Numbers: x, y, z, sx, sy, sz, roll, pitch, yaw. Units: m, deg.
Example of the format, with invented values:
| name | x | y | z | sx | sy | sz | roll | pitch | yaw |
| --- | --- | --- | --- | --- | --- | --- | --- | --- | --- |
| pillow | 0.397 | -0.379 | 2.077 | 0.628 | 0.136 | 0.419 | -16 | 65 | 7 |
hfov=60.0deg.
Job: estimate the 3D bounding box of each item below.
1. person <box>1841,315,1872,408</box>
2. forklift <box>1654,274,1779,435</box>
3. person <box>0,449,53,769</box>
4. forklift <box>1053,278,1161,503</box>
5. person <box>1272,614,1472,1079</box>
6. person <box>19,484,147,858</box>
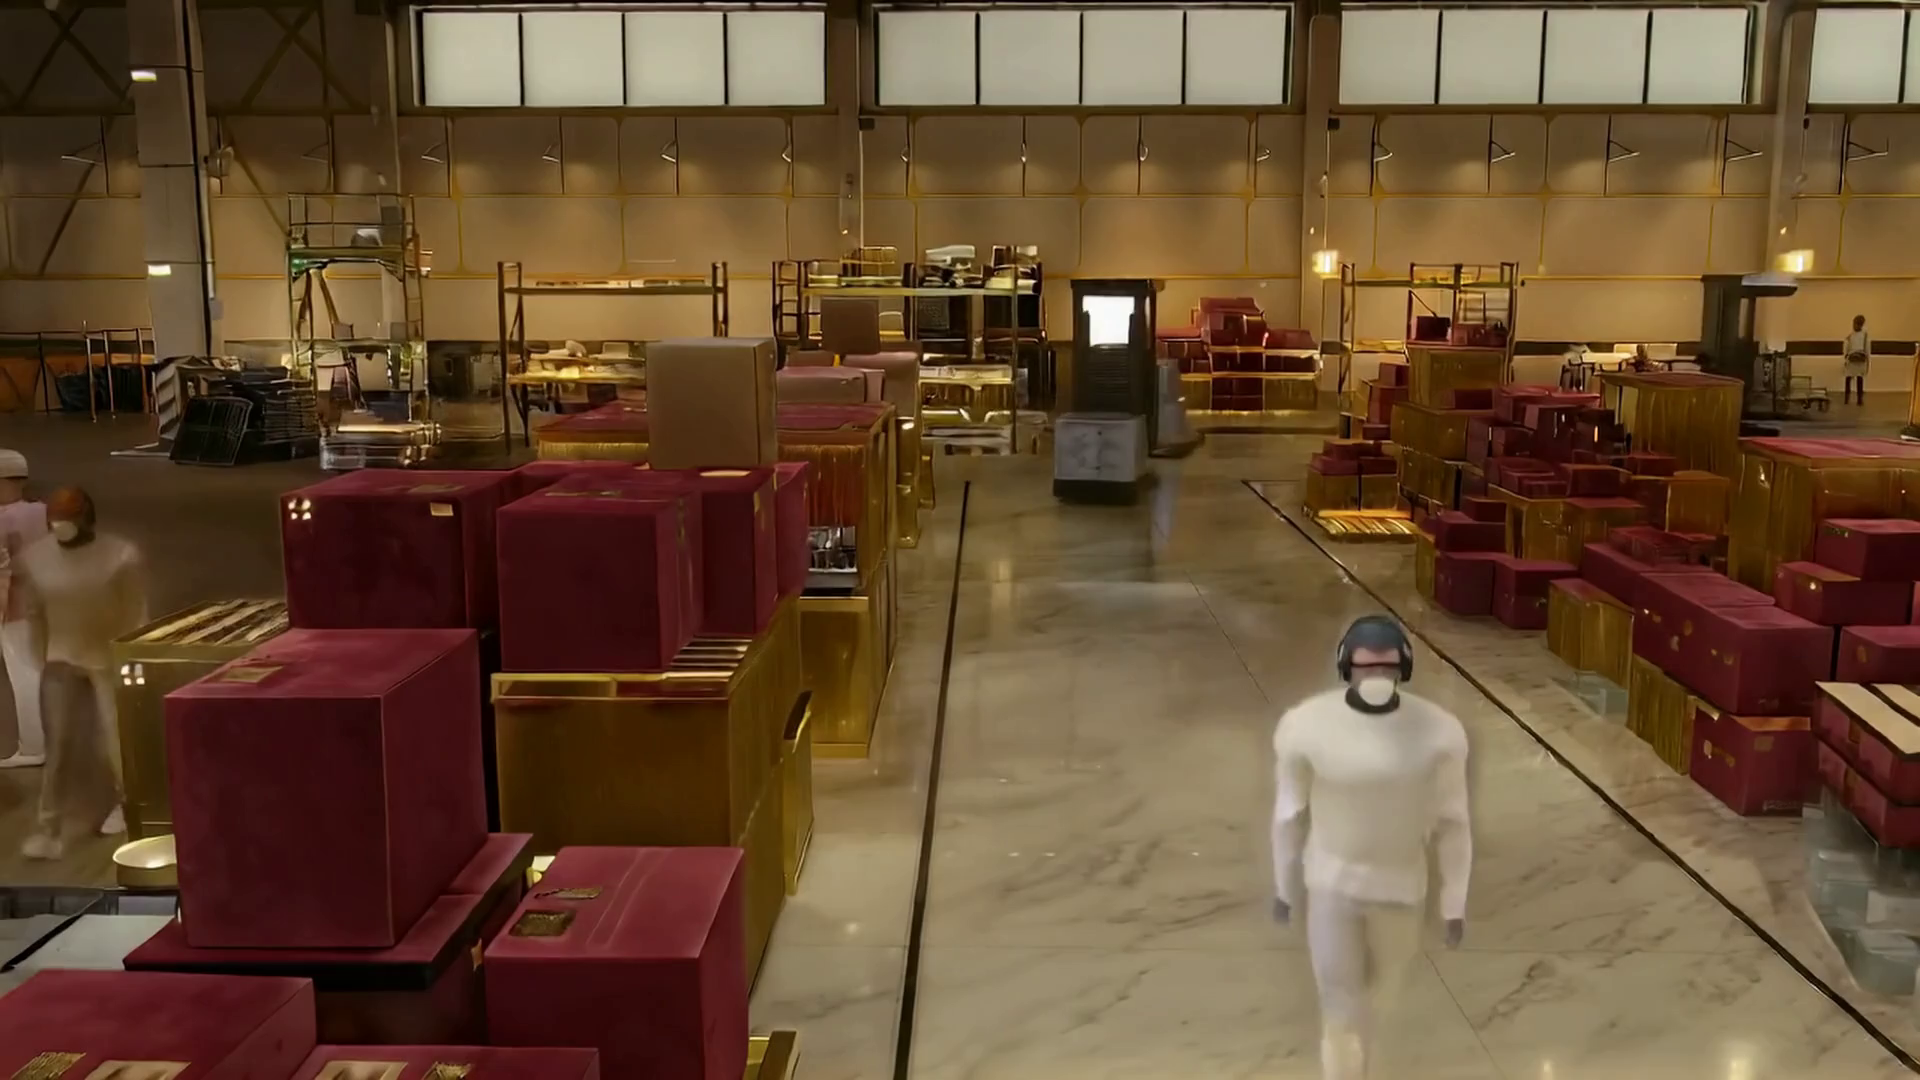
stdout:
| name | x | y | z | sx | sy | sz | roll | pitch | yaw |
| --- | --- | --- | --- | --- | --- | --- | --- | --- | --- |
| person | 18.692 | -3.715 | 34.708 | 0.545 | 1.938 | 0.356 | 4 | 10 | 24 |
| forklift | 13.310 | -3.273 | 29.243 | 1.873 | 2.768 | 1.129 | 0 | 9 | 1 |
| person | -5.669 | 0.411 | 10.021 | 0.367 | 1.927 | 0.587 | 0 | 9 | 1 |
| forklift | 1.919 | -1.970 | 21.435 | 1.129 | 2.768 | 1.873 | 3 | 10 | 16 |
| person | 1.380 | 1.160 | 5.647 | 0.644 | 1.900 | 0.999 | 1 | 10 | 5 |
| person | -4.524 | 0.673 | 8.543 | 0.661 | 1.893 | 0.976 | -1 | 9 | -3 |
